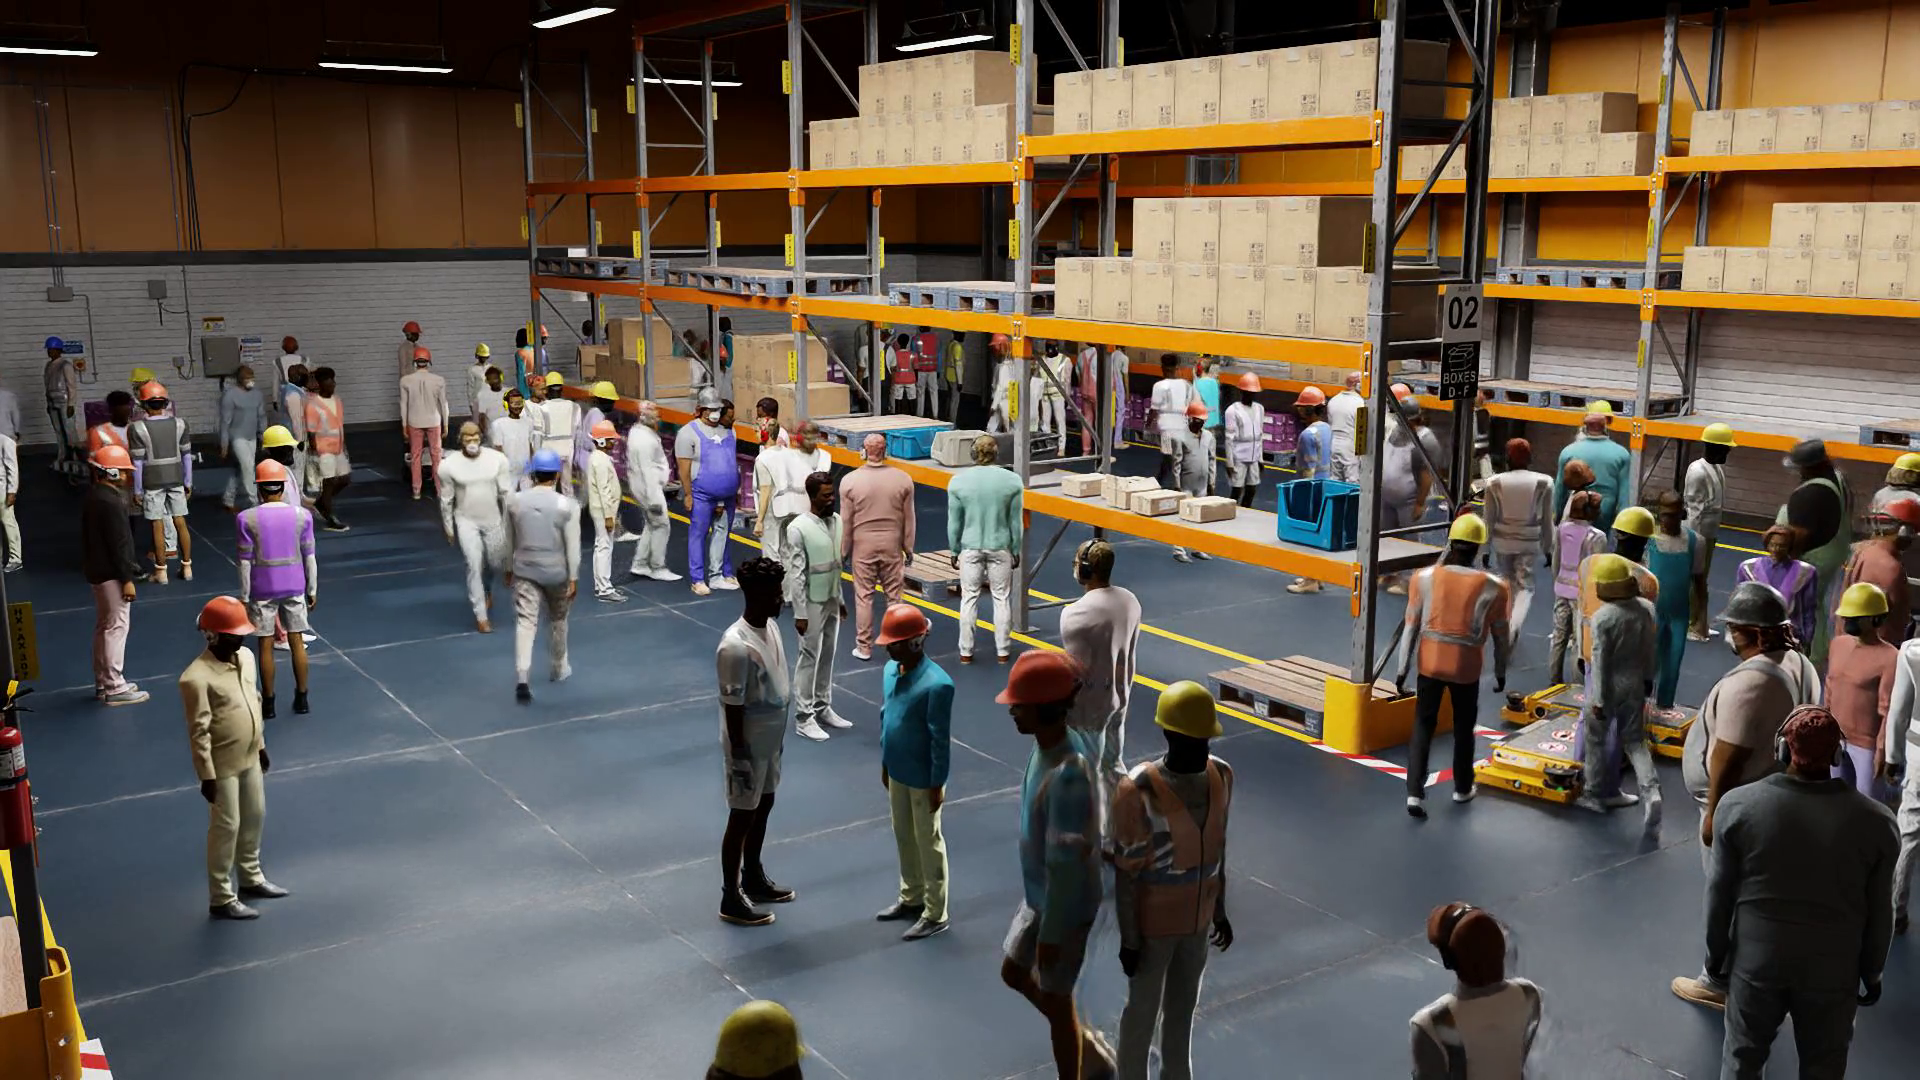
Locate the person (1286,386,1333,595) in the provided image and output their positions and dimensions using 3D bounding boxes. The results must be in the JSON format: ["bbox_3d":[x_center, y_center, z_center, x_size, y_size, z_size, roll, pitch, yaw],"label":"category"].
[{"bbox_3d":[3.427,-0.482,16.310,0.389,2.045,0.606,6,13,29],"label":"person"}]

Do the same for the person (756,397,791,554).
[{"bbox_3d":[-1.848,-0.477,16.651,0.409,1.907,0.598,-3,12,-17],"label":"person"}]

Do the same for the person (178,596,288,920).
[{"bbox_3d":[-3.835,1.141,8.789,0.354,1.737,0.575,2,11,8],"label":"person"}]

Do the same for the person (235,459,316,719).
[{"bbox_3d":[-5.058,0.359,12.321,0.550,1.925,0.391,-8,13,-35],"label":"person"}]

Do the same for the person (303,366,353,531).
[{"bbox_3d":[-7.463,-1.075,19.566,0.489,1.952,0.627,3,12,17],"label":"person"}]

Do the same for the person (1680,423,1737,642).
[{"bbox_3d":[6.505,-0.069,14.525,0.397,1.920,0.587,9,14,40],"label":"person"}]

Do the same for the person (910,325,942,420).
[{"bbox_3d":[-0.626,-3.067,30.104,0.632,1.835,0.433,-5,12,-24],"label":"person"}]

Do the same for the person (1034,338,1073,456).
[{"bbox_3d":[1.415,-2.207,25.671,0.632,1.840,0.429,5,12,25],"label":"person"}]

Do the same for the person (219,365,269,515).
[{"bbox_3d":[-8.855,-1.221,20.518,0.887,1.892,0.645,3,11,15],"label":"person"}]

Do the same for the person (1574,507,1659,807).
[{"bbox_3d":[4.121,0.733,10.437,0.398,1.911,0.597,-5,12,-26],"label":"person"}]

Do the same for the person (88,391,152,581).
[{"bbox_3d":[-8.409,-0.547,16.895,0.840,1.934,0.621,7,13,32],"label":"person"}]

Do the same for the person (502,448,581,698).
[{"bbox_3d":[-3.264,0.258,12.904,0.654,1.907,0.937,0,11,-1],"label":"person"}]

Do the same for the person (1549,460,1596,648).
[{"bbox_3d":[5.284,0.118,14.292,0.288,1.633,0.501,2,11,10],"label":"person"}]

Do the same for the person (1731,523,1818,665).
[{"bbox_3d":[5.560,0.686,11.394,0.523,1.632,0.315,6,13,28],"label":"person"}]

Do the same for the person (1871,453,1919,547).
[{"bbox_3d":[7.858,0.137,13.940,0.319,1.734,0.483,-2,11,-13],"label":"person"}]

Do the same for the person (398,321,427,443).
[{"bbox_3d":[-8.943,-2.580,27.200,0.415,1.986,0.621,1,11,6],"label":"person"}]

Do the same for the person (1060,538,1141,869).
[{"bbox_3d":[0.750,0.943,9.286,0.364,1.939,0.636,9,14,39],"label":"person"}]

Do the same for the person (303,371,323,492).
[{"bbox_3d":[-8.691,-1.459,22.392,0.282,1.624,0.514,-1,11,-5],"label":"person"}]

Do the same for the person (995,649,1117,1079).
[{"bbox_3d":[0.353,1.420,6.636,0.427,2.026,0.608,-1,11,-6],"label":"person"}]

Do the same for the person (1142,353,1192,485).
[{"bbox_3d":[2.659,-1.477,21.714,0.629,1.913,0.985,-9,14,-39],"label":"person"}]

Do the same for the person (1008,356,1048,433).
[{"bbox_3d":[0.915,-1.529,22.139,0.575,1.866,0.319,-4,12,-18],"label":"person"}]

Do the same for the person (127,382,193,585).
[{"bbox_3d":[-8.058,-0.573,16.777,0.372,2.044,0.608,9,14,39],"label":"person"}]

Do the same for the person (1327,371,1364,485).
[{"bbox_3d":[4.569,-1.022,19.456,0.398,1.899,0.649,-6,13,-29],"label":"person"}]

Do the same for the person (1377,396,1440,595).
[{"bbox_3d":[4.294,-0.451,16.160,0.545,2.000,0.766,-6,13,-28],"label":"person"}]

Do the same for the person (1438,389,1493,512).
[{"bbox_3d":[6.352,-1.071,20.489,0.525,1.593,0.882,-7,13,-31],"label":"person"}]

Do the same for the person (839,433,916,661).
[{"bbox_3d":[-0.699,0.059,13.904,0.652,1.904,0.402,-3,11,-13],"label":"person"}]

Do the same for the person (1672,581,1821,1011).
[{"bbox_3d":[3.672,1.178,7.823,0.681,2.000,0.535,-8,14,-36],"label":"person"}]

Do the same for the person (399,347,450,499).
[{"bbox_3d":[-7.027,-1.533,21.851,0.617,1.986,0.408,-4,12,-18],"label":"person"}]

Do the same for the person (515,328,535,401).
[{"bbox_3d":[-6.883,-2.410,26.491,0.386,1.921,0.595,2,11,12],"label":"person"}]

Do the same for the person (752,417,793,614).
[{"bbox_3d":[-1.739,-0.227,15.514,0.381,1.845,0.570,3,12,17],"label":"person"}]

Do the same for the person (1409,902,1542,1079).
[{"bbox_3d":[1.620,1.919,5.193,0.495,1.589,0.890,-3,12,-17],"label":"person"}]

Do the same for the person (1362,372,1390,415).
[{"bbox_3d":[5.525,-1.421,22.008,0.541,1.695,0.315,8,14,35],"label":"person"}]

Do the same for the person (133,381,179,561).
[{"bbox_3d":[-8.678,-0.752,17.958,0.358,1.938,0.636,-4,12,-22],"label":"person"}]

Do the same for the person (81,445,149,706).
[{"bbox_3d":[-6.437,0.264,12.686,0.434,1.977,0.611,-10,15,-42],"label":"person"}]

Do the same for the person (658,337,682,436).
[{"bbox_3d":[-4.914,-2.638,27.905,0.516,1.830,0.451,-7,13,-32],"label":"person"}]

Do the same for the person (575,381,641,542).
[{"bbox_3d":[-4.139,-0.850,18.673,1.000,1.873,0.637,-2,11,-9],"label":"person"}]

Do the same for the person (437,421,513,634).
[{"bbox_3d":[-4.370,-0.157,15.015,0.665,1.906,0.852,-5,12,-26],"label":"person"}]

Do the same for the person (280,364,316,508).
[{"bbox_3d":[-8.405,-1.321,21.164,0.431,1.835,0.624,-4,12,-22],"label":"person"}]

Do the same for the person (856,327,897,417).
[{"bbox_3d":[-1.369,-2.453,26.405,0.683,2.000,0.535,-8,14,-35],"label":"person"}]

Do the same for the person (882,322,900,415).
[{"bbox_3d":[-1.338,-3.117,30.372,0.404,1.826,0.595,-10,15,-41],"label":"person"}]

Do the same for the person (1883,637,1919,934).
[{"bbox_3d":[5.023,1.141,8.469,0.358,1.874,0.589,-9,14,-39],"label":"person"}]

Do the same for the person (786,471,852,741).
[{"bbox_3d":[-1.014,0.450,11.860,0.377,1.917,0.599,6,12,27],"label":"person"}]

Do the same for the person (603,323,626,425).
[{"bbox_3d":[-6.143,-2.895,29.204,0.562,1.835,0.396,4,12,20],"label":"person"}]

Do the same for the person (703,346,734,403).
[{"bbox_3d":[-3.577,-2.031,24.972,0.322,1.755,0.565,11,15,43],"label":"person"}]
